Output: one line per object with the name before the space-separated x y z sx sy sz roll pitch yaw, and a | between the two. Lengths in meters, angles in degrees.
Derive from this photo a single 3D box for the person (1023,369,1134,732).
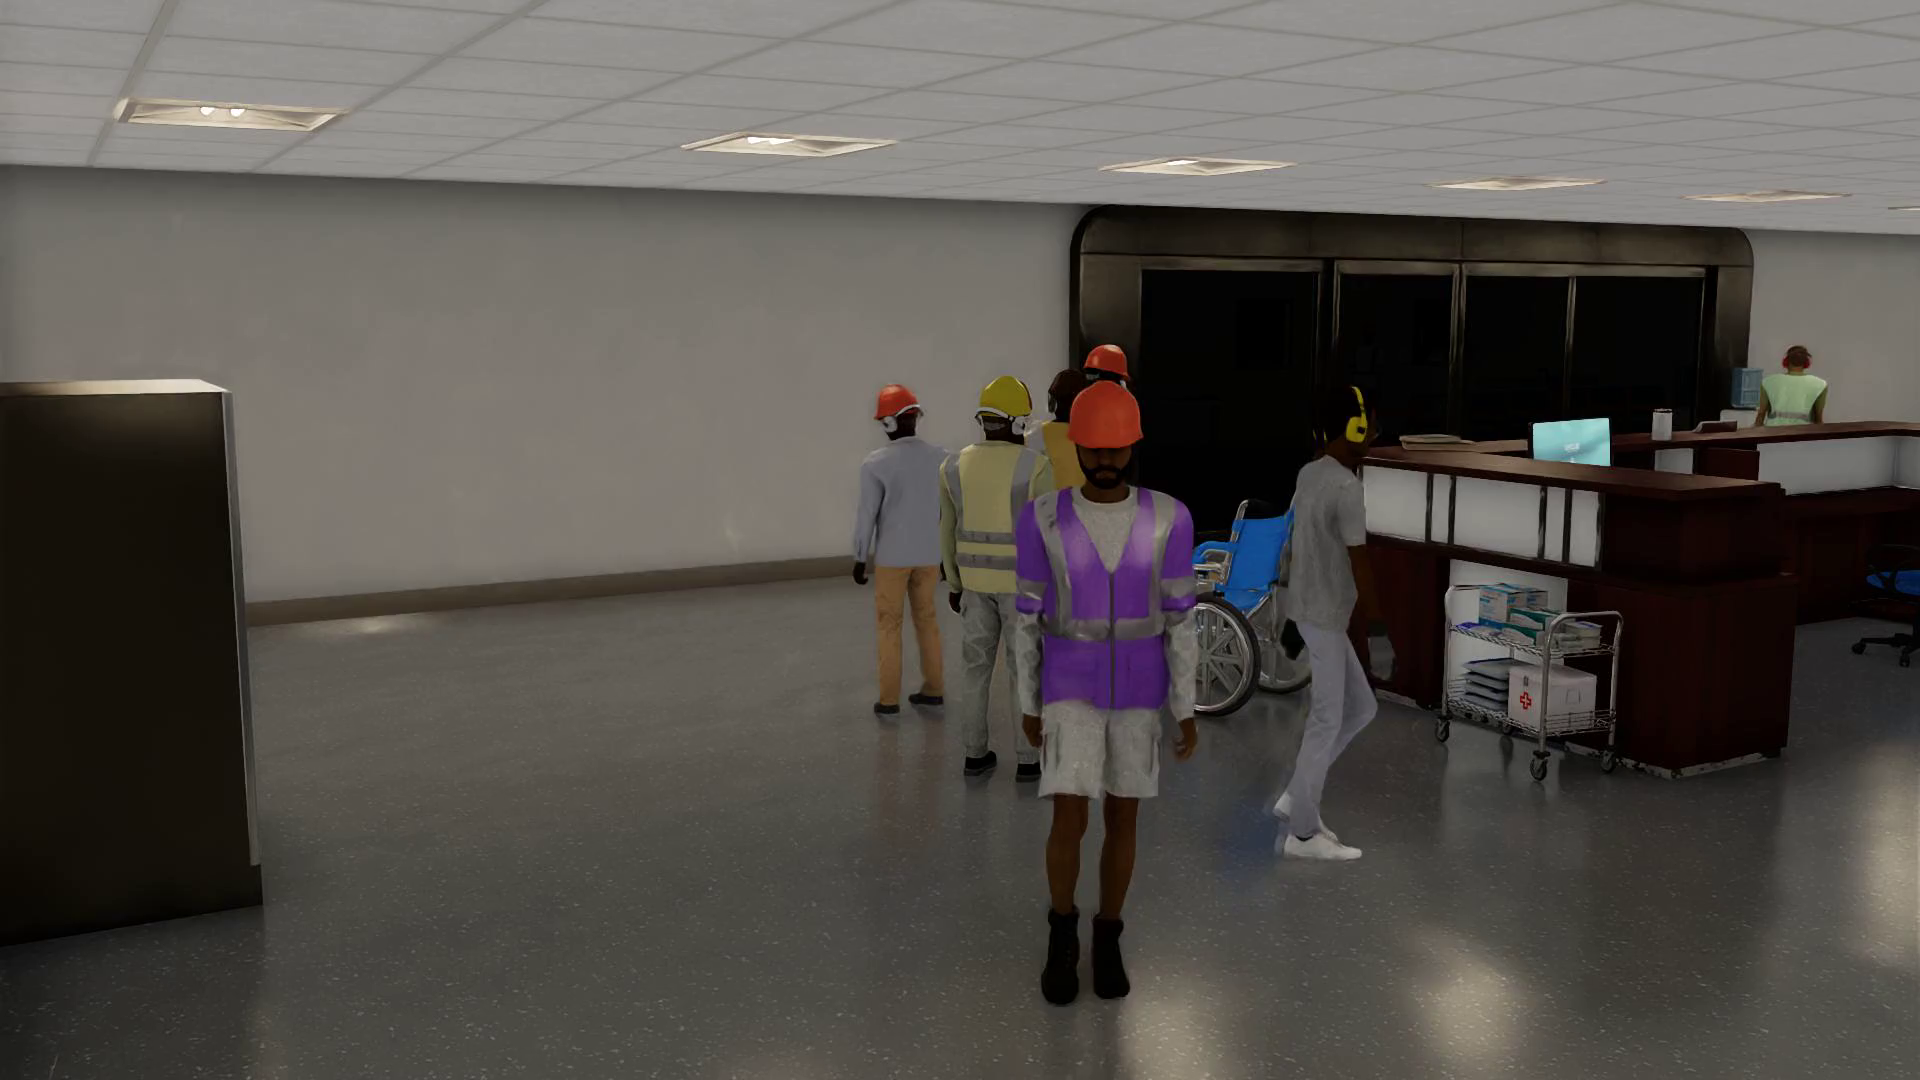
person | 0.553 0.071 8.313 0.621 1.838 0.429 -1 8 -6

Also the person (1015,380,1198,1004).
person | 0.450 0.477 5.075 0.546 1.919 0.514 -1 8 -4

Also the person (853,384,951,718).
person | -0.294 0.058 8.713 0.571 1.742 0.359 -6 10 -37

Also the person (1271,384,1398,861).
person | 1.441 0.334 6.382 0.429 1.849 0.543 0 8 1

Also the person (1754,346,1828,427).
person | 7.775 -0.916 15.624 0.602 1.793 0.848 4 9 28

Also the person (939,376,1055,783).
person | 0.201 0.178 7.533 0.589 1.834 0.403 4 9 27

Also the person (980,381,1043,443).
person | 0.386 -0.340 12.050 0.504 1.627 0.285 -1 8 -8

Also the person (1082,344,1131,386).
person | 0.836 -0.183 9.809 0.369 1.929 0.542 -5 10 -34
